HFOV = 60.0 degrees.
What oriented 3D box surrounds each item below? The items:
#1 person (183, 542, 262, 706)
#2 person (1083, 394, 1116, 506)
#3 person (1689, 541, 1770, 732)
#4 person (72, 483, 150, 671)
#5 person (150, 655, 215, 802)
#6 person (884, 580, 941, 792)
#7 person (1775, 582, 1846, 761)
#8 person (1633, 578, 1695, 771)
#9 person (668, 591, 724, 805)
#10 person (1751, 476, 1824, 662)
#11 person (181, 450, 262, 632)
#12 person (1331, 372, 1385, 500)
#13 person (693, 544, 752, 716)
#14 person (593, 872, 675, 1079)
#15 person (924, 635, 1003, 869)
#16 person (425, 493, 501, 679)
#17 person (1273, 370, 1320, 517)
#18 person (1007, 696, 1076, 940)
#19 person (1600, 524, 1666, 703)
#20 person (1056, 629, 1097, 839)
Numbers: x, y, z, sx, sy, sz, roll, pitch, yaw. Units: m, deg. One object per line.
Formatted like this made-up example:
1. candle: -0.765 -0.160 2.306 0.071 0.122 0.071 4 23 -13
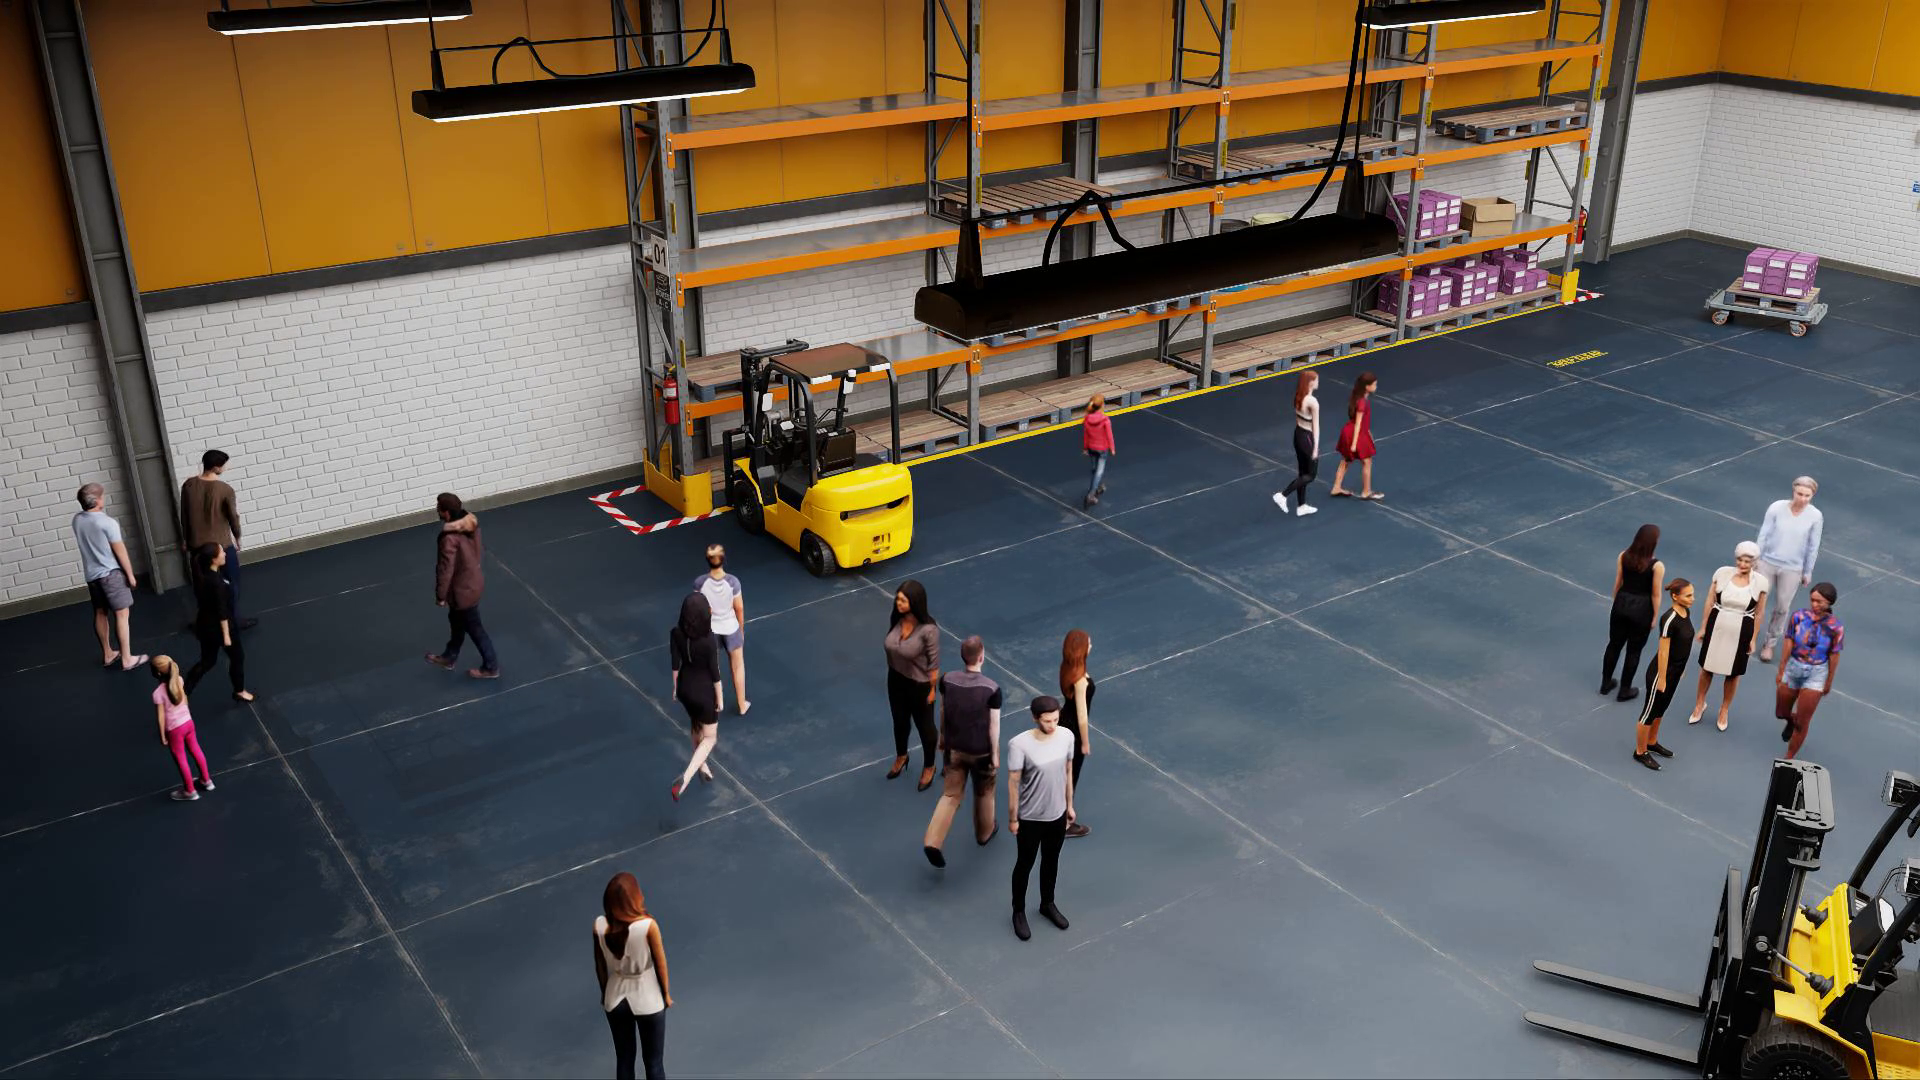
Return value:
1. person: -6.570 0.832 14.517 0.838 1.628 1.096 18 29 35
2. person: 1.575 -1.026 19.179 0.653 1.298 0.874 18 29 35
3. person: 6.662 0.812 14.405 0.702 1.754 0.661 15 28 30
4. person: -7.928 0.339 15.393 0.746 1.828 0.780 7 25 15
5. person: -6.316 1.496 13.449 0.619 1.266 0.541 8 25 17
6. person: -0.377 1.160 13.500 0.709 1.841 0.690 18 29 35
7. person: 6.993 1.112 13.749 0.760 1.729 0.979 16 28 32
8. person: 5.894 1.083 13.892 0.680 1.669 0.525 21 31 39
9. person: -2.138 1.304 13.244 0.895 1.783 1.080 11 26 24
10. person: 7.695 0.223 15.599 0.835 1.877 0.866 12 26 25
11. person: -7.296 0.036 16.055 0.766 1.854 0.964 -8 25 -17
12. person: 4.514 -1.203 19.298 0.903 1.527 0.804 1 24 2
13. person: -2.097 0.795 14.608 0.605 1.623 0.716 -2 24 -4
14. person: -1.947 2.758 9.916 0.667 1.784 0.727 4 24 9
15. person: 0.029 1.616 12.497 1.034 1.809 1.229 12 26 25
16. person: -4.442 0.441 15.169 1.153 1.822 1.068 1 24 2
17. person: 3.811 -1.060 18.718 0.912 1.730 0.719 -9 25 -19
18. person: 0.568 1.917 11.744 0.555 1.862 0.766 -10 26 -22
19. person: 6.009 0.646 14.867 0.607 1.688 0.614 -21 31 -39
20. person: 0.857 1.481 12.916 0.642 1.721 0.633 -6 24 -13
